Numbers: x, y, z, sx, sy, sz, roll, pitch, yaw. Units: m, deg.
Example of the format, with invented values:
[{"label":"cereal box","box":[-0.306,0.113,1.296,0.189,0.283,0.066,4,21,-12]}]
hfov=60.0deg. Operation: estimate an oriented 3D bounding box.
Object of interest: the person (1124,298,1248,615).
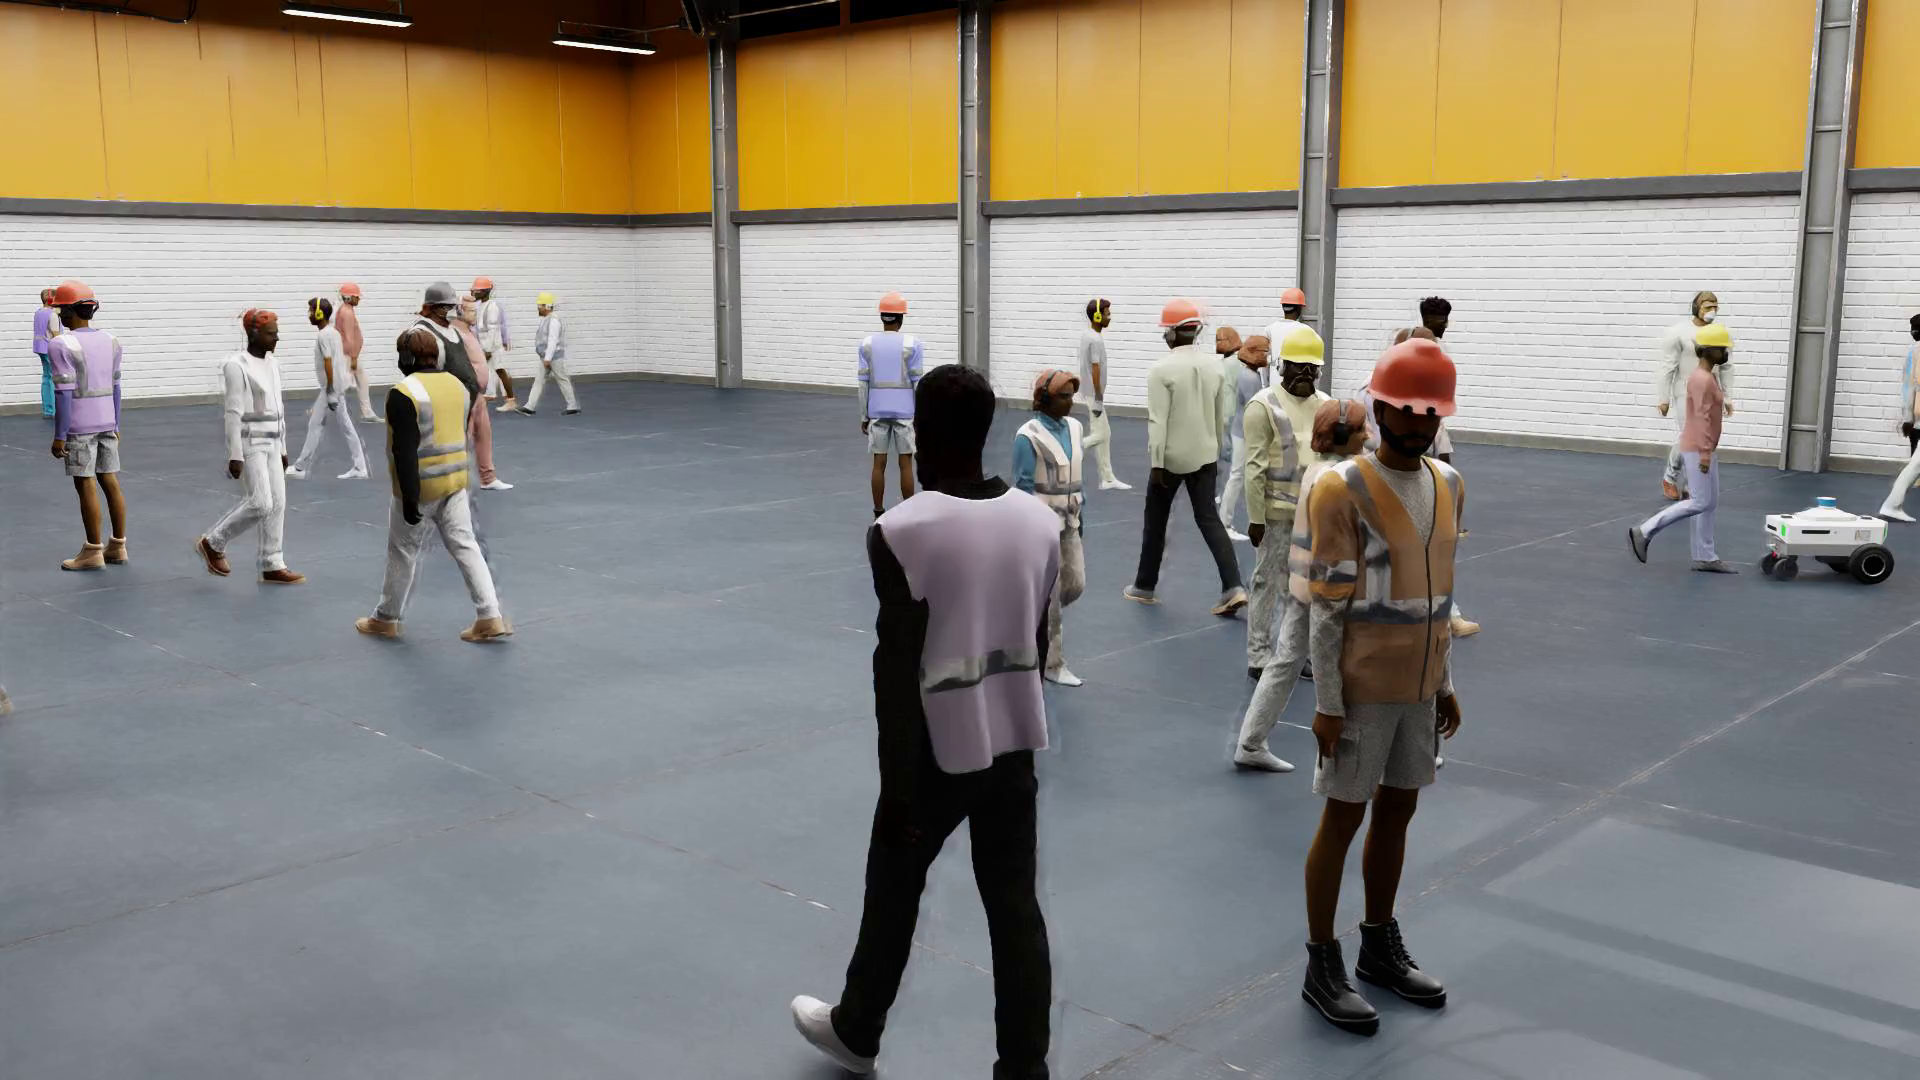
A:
[{"label":"person","box":[1.427,-0.515,10.262,0.635,1.954,1.009,-5,11,-30]}]

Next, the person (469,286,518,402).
[{"label":"person","box":[-7.452,-3.136,26.516,0.338,1.904,0.823,8,12,39]}]

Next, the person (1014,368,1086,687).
[{"label":"person","box":[0.410,-0.076,8.544,0.547,1.621,0.539,8,12,41]}]

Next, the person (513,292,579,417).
[{"label":"person","box":[-5.888,-2.628,23.710,0.920,1.779,0.620,-5,11,-29]}]

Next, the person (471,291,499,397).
[{"label":"person","box":[-7.789,-3.241,27.357,0.654,1.821,0.521,5,11,29]}]

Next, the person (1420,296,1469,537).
[{"label":"person","box":[3.653,-1.011,13.410,0.618,1.922,1.004,-7,12,-38]}]

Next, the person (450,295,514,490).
[{"label":"person","box":[-4.752,-1.385,15.802,0.834,1.878,0.654,-1,9,-5]}]

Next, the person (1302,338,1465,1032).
[{"label":"person","box":[1.219,0.402,4.681,0.548,1.931,0.379,-6,11,-32]}]

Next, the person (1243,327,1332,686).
[{"label":"person","box":[1.690,-0.159,8.430,0.600,1.827,0.403,-7,11,-36]}]

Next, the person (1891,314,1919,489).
[{"label":"person","box":[9.295,-1.343,16.113,0.533,1.692,0.319,-8,12,-40]}]

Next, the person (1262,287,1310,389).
[{"label":"person","box":[3.285,-1.540,16.573,0.553,1.933,0.368,8,12,42]}]

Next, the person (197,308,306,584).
[{"label":"person","box":[-4.758,-0.612,11.107,0.607,1.865,0.585,1,9,5]}]

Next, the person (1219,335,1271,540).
[{"label":"person","box":[2.353,-0.782,12.940,0.738,1.604,0.527,2,9,12]}]

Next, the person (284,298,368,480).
[{"label":"person","box":[-6.427,-1.503,16.683,0.955,1.818,0.536,-1,9,-3]}]

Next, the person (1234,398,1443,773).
[{"label":"person","box":[1.550,0.209,6.884,0.856,1.586,0.536,0,9,3]}]

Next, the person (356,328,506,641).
[{"label":"person","box":[-3.005,-0.306,9.474,0.973,1.796,0.640,4,10,23]}]

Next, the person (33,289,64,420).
[{"label":"person","box":[-12.779,-2.601,23.354,0.571,1.843,0.372,7,12,37]}]

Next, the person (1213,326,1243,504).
[{"label":"person","box":[2.456,-1.105,14.888,0.653,1.613,0.505,0,9,3]}]

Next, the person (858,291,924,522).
[{"label":"person","box":[-0.546,-1.032,13.452,0.547,1.939,0.376,2,10,13]}]

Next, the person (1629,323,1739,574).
[{"label":"person","box":[5.098,-0.634,11.578,0.643,1.750,0.535,5,10,27]}]

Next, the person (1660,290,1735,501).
[{"label":"person","box":[6.622,-1.265,14.921,0.627,1.925,0.429,-2,9,-10]}]

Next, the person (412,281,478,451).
[{"label":"person","box":[-4.344,-1.184,14.074,0.542,2.000,0.689,0,9,3]}]

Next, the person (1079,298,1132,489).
[{"label":"person","box":[1.250,-1.377,15.865,0.785,1.846,0.541,0,9,-3]}]

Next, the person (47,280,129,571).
[{"label":"person","box":[-6.169,-0.802,11.726,0.379,2.044,0.607,2,9,12]}]

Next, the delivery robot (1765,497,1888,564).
[{"label":"delivery robot","box":[5.913,-0.049,11.371,0.707,0.478,0.477,1,9,7]}]

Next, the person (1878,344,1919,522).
[{"label":"person","box":[8.198,-1.069,13.921,1.024,1.869,0.593,0,9,-1]}]

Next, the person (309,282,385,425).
[{"label":"person","box":[-8.375,-2.520,22.586,0.950,1.963,0.637,-4,10,-24]}]

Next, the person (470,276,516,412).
[{"label":"person","box":[-6.993,-2.841,24.345,1.050,1.994,0.625,-7,11,-35]}]

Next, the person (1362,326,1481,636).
[{"label":"person","box":[2.550,-0.345,9.705,0.628,1.800,0.950,-9,13,-43]}]

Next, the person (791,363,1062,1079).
[{"label":"person","box":[-0.065,0.502,4.210,0.628,1.878,0.916,-8,12,-39]}]
